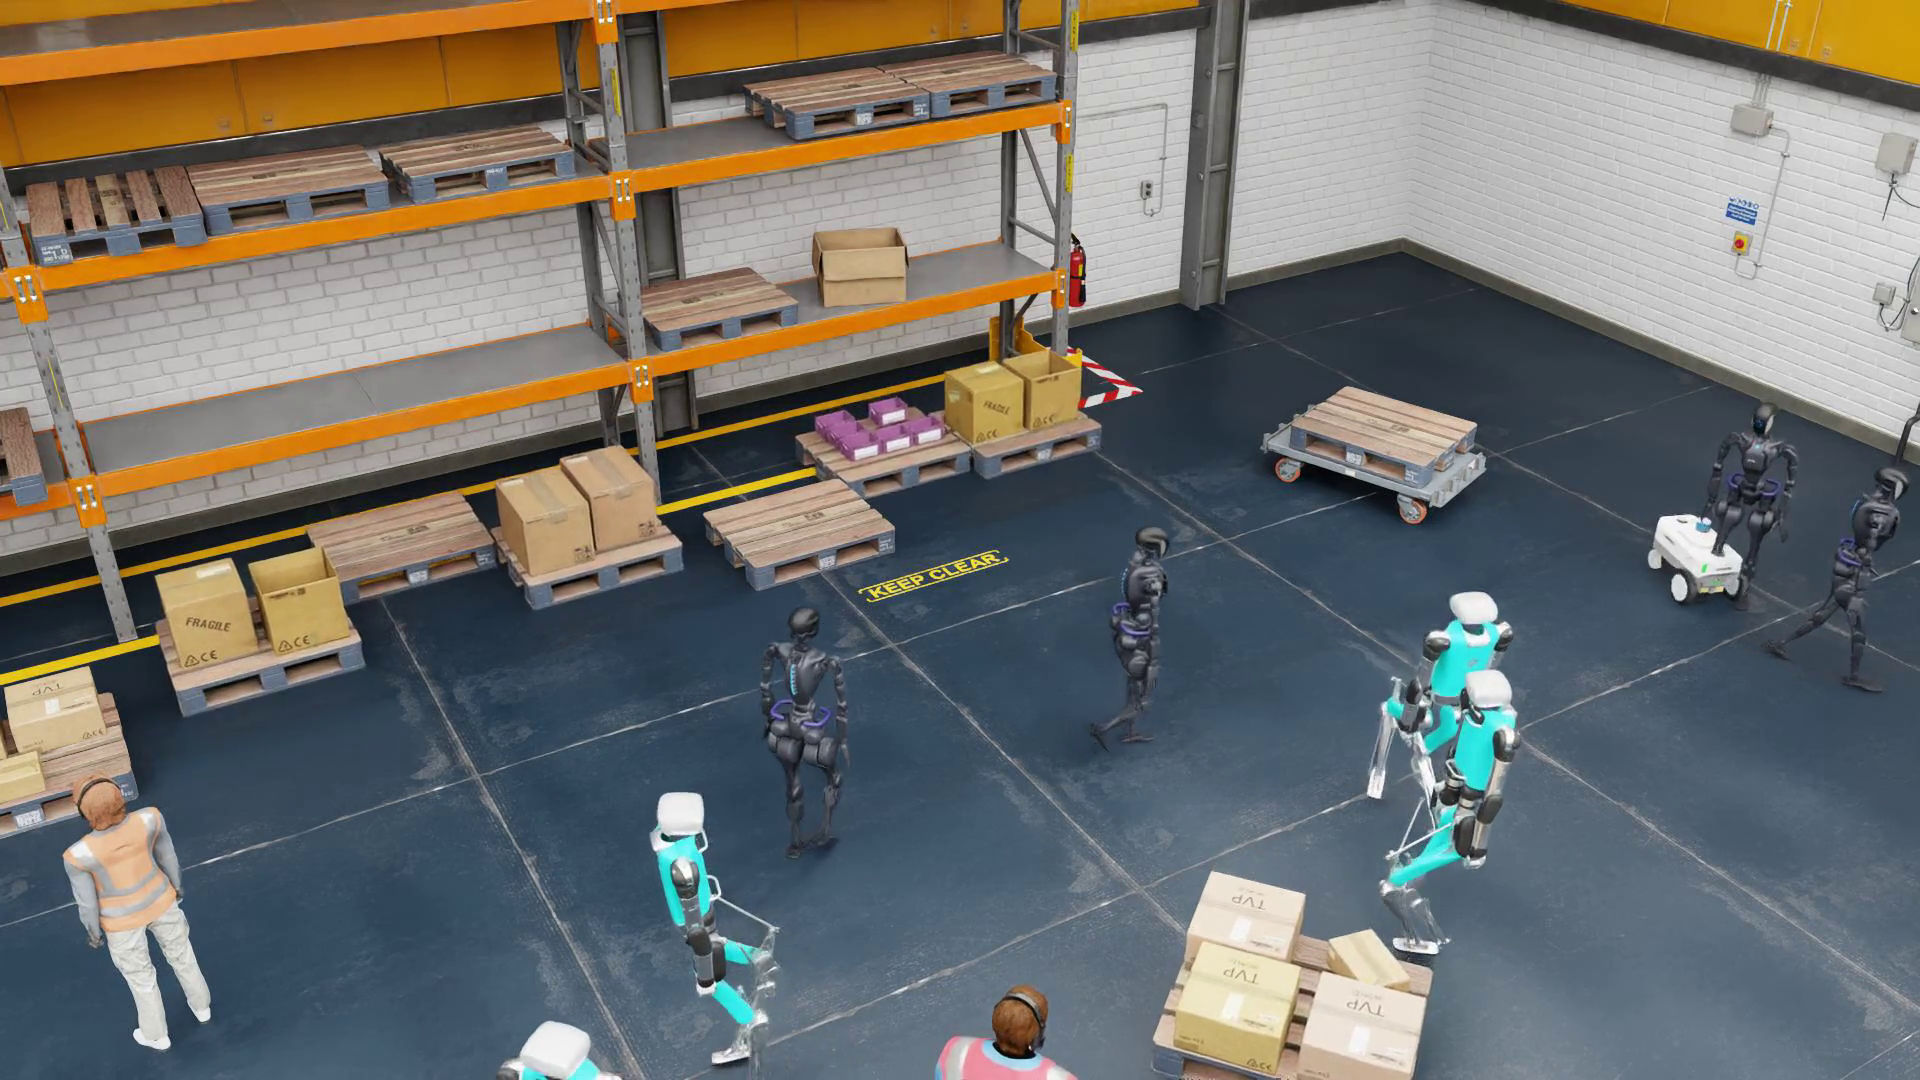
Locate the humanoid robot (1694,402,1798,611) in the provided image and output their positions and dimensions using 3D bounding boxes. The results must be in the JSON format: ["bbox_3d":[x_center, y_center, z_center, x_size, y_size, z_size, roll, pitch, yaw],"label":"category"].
[{"bbox_3d":[5.692,-0.248,11.982,0.608,1.644,0.345,20,35,32],"label":"humanoid robot"}]

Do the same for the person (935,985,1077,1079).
[{"bbox_3d":[0.212,2.564,6.854,0.628,1.835,0.431,12,31,20],"label":"person"}]

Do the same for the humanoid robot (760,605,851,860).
[{"bbox_3d":[-0.910,1.111,9.584,0.584,1.645,0.356,10,31,18],"label":"humanoid robot"}]

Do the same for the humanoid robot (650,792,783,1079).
[{"bbox_3d":[-1.086,1.982,8.092,0.704,1.899,0.545,-9,31,-15],"label":"humanoid robot"}]

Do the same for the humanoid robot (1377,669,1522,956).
[{"bbox_3d":[2.471,1.513,8.807,0.742,1.804,0.566,-3,30,-6],"label":"humanoid robot"}]

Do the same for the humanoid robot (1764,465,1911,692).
[{"bbox_3d":[6.004,0.217,11.223,0.761,1.641,0.601,14,32,24],"label":"humanoid robot"}]

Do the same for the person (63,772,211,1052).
[{"bbox_3d":[-4.104,1.854,8.295,0.309,1.641,0.514,21,36,33],"label":"person"}]

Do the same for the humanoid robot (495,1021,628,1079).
[{"bbox_3d":[-1.592,2.772,6.576,0.536,1.719,1.015,6,30,10],"label":"humanoid robot"}]

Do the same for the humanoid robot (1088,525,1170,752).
[{"bbox_3d":[1.034,0.624,10.445,0.490,1.644,0.591,-6,30,-10],"label":"humanoid robot"}]

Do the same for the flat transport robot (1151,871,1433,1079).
[{"bbox_3d":[1.667,2.587,8.396,0.659,0.231,1.431,11,31,19],"label":"flat transport robot"}]

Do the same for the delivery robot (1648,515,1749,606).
[{"bbox_3d":[5.525,0.138,12.458,0.499,0.613,0.807,-4,30,-8],"label":"delivery robot"}]

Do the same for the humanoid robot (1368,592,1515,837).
[{"bbox_3d":[2.752,0.939,9.864,0.539,1.744,0.992,-7,30,-13],"label":"humanoid robot"}]
